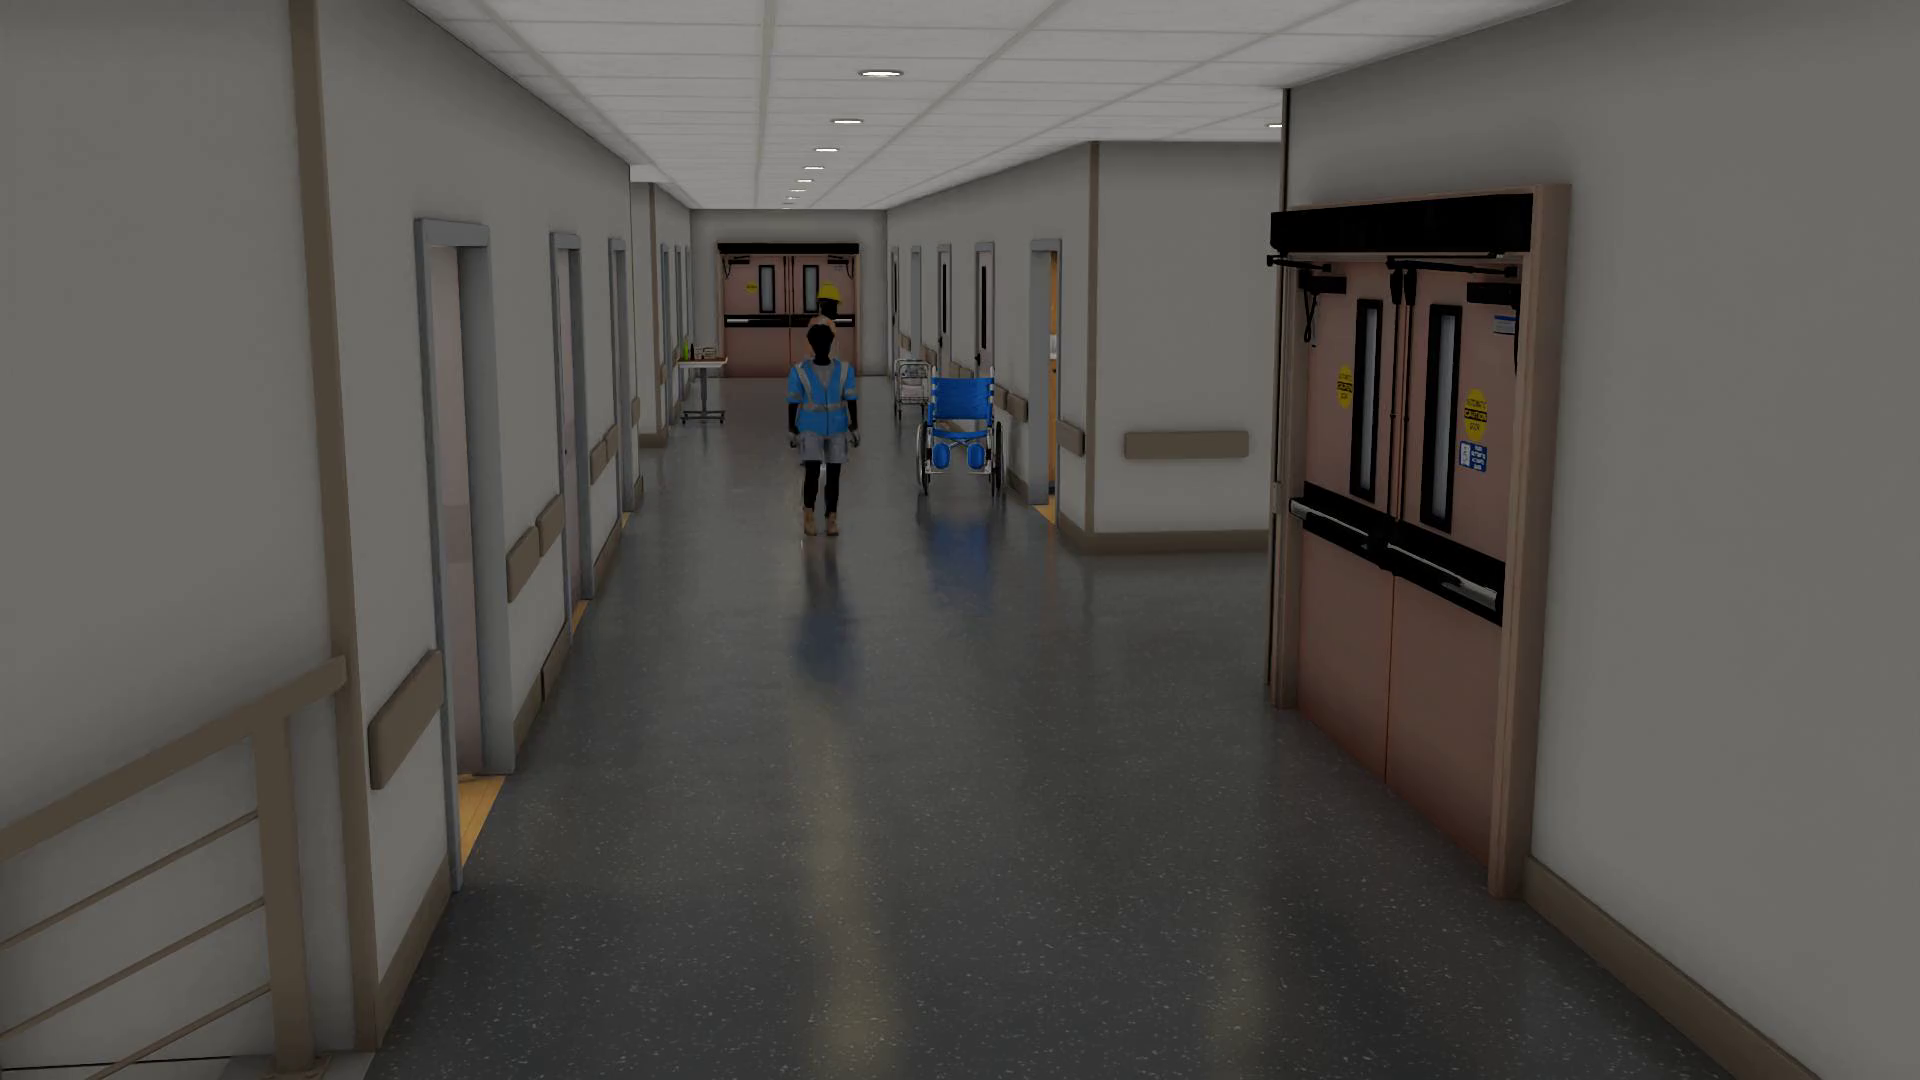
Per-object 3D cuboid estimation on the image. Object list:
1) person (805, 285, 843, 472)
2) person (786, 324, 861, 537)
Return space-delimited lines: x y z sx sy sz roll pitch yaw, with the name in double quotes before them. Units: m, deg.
"person" -1.376 -1.654 17.068 0.431 1.909 0.652 -4 11 -23
"person" -1.068 -0.849 13.017 0.549 1.677 0.424 -3 10 -18
